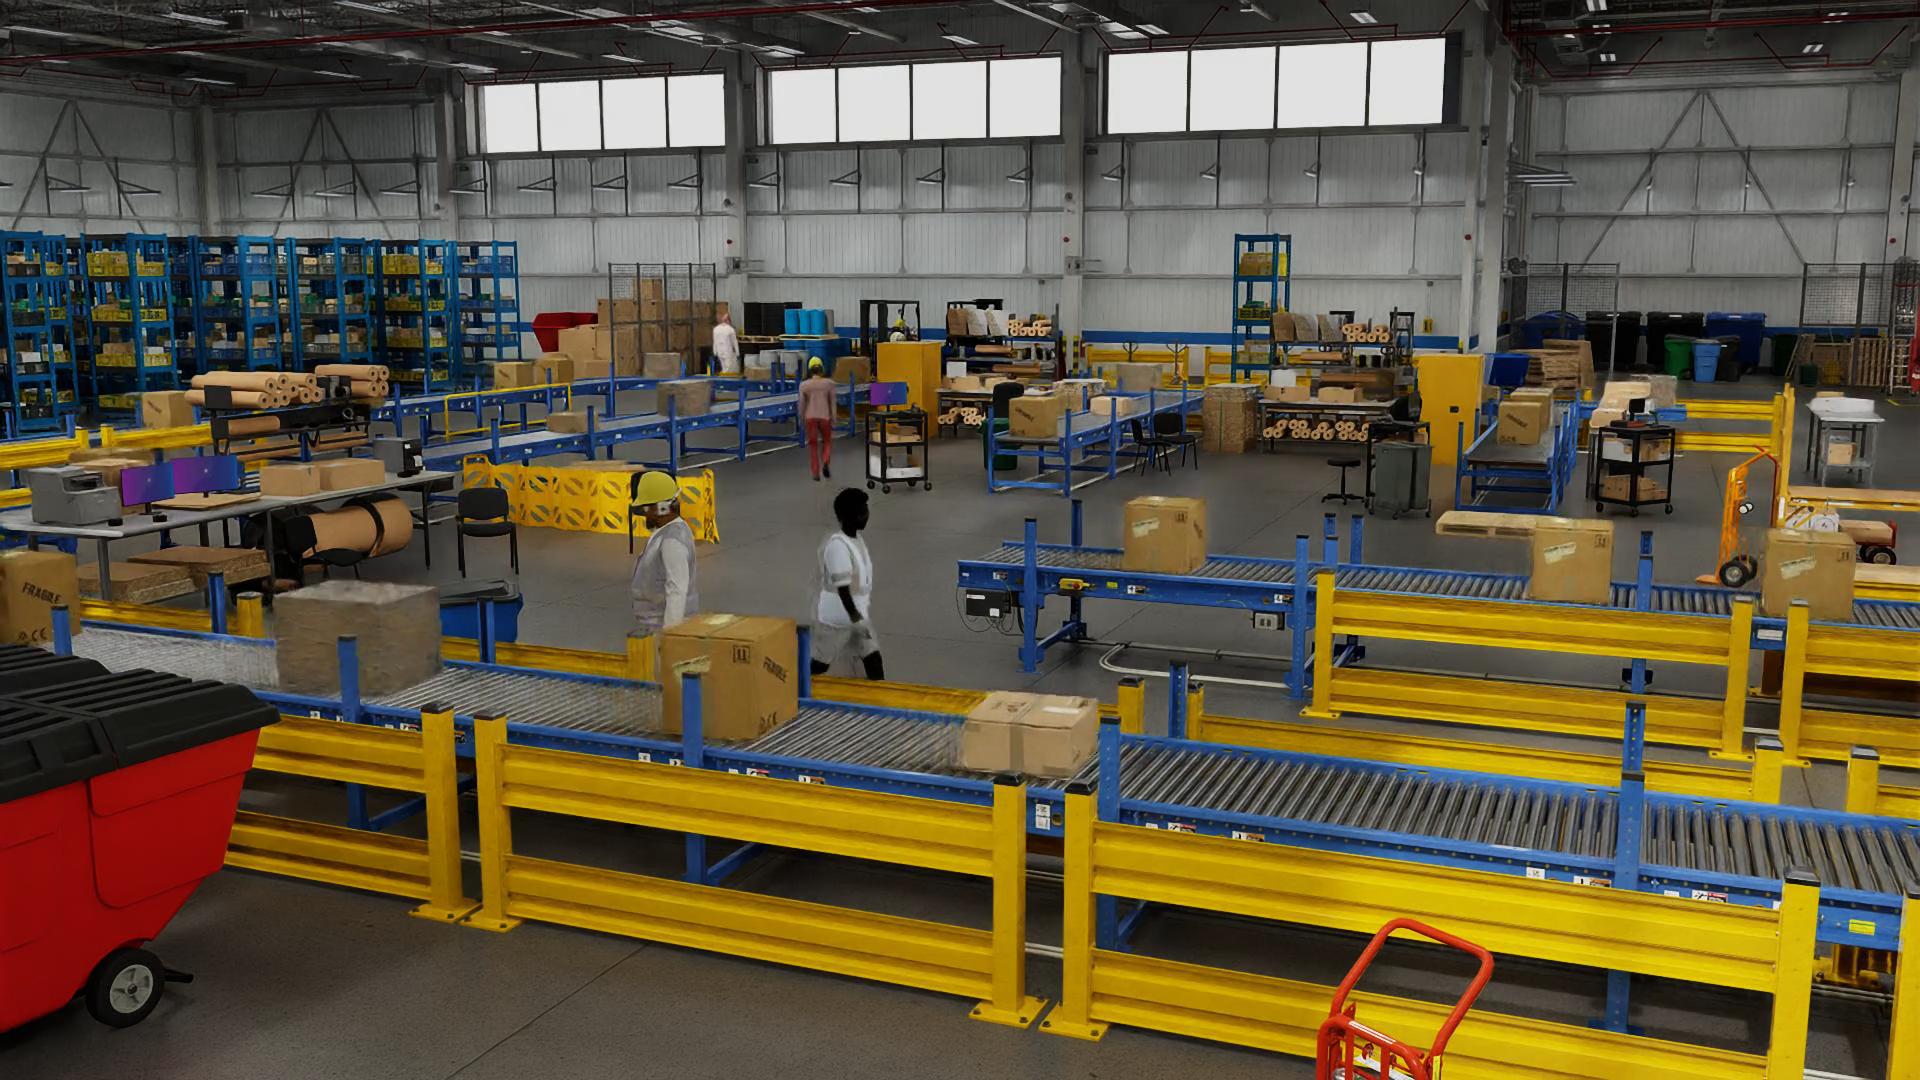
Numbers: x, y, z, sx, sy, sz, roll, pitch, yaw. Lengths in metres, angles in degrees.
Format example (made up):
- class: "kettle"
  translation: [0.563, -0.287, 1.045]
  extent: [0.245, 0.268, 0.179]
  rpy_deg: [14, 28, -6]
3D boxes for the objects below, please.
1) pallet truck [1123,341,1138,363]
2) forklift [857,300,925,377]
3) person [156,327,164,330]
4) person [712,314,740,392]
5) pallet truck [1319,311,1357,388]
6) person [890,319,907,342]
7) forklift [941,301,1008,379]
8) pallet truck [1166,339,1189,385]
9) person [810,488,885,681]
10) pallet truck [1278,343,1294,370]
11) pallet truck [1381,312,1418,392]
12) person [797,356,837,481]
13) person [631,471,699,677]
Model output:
- class: "pallet truck"
  translation: [4.445, -4.380, 41.279]
  extent: [0.680, 1.201, 1.601]
  rpy_deg: [4, 10, 22]
- class: "forklift"
  translation: [-1.732, -5.109, 42.468]
  extent: [1.157, 1.987, 2.680]
  rpy_deg: [4, 10, 22]
- class: "person"
  translation: [-17.937, -4.027, 37.330]
  extent: [0.573, 1.831, 0.405]
  rpy_deg: [-7, 11, -35]
- class: "person"
  translation: [-5.609, -4.496, 40.062]
  extent: [0.653, 1.881, 0.887]
  rpy_deg: [6, 11, 32]
- class: "pallet truck"
  translation: [9.071, -4.419, 39.190]
  extent: [0.823, 1.965, 1.885]
  rpy_deg: [5, 10, 26]
- class: "person"
  translation: [-1.347, -4.071, 37.587]
  extent: [0.404, 1.829, 0.600]
  rpy_deg: [-6, 11, -31]
- class: "forklift"
  translation: [0.365, -4.966, 41.571]
  extent: [1.157, 1.987, 2.680]
  rpy_deg: [3, 10, 20]
- class: "pallet truck"
  translation: [5.418, -4.269, 40.420]
  extent: [0.704, 1.261, 1.522]
  rpy_deg: [3, 10, 20]
- class: "person"
  translation: [-0.727, 0.484, 10.546]
  extent: [0.912, 1.647, 0.528]
  rpy_deg: [3, 10, 19]
- class: "pallet truck"
  translation: [7.886, -4.163, 39.743]
  extent: [0.653, 1.274, 1.630]
  rpy_deg: [4, 10, 22]
- class: "pallet truck"
  translation: [10.207, -4.283, 38.369]
  extent: [0.823, 1.965, 1.885]
  rpy_deg: [3, 10, 20]
- class: "person"
  translation: [-2.032, -1.725, 23.591]
  extent: [0.561, 1.745, 0.514]
  rpy_deg: [-1, 9, -9]
- class: "person"
  translation: [-1.763, 0.492, 9.965]
  extent: [0.403, 1.823, 0.588]
  rpy_deg: [-2, 10, -12]
